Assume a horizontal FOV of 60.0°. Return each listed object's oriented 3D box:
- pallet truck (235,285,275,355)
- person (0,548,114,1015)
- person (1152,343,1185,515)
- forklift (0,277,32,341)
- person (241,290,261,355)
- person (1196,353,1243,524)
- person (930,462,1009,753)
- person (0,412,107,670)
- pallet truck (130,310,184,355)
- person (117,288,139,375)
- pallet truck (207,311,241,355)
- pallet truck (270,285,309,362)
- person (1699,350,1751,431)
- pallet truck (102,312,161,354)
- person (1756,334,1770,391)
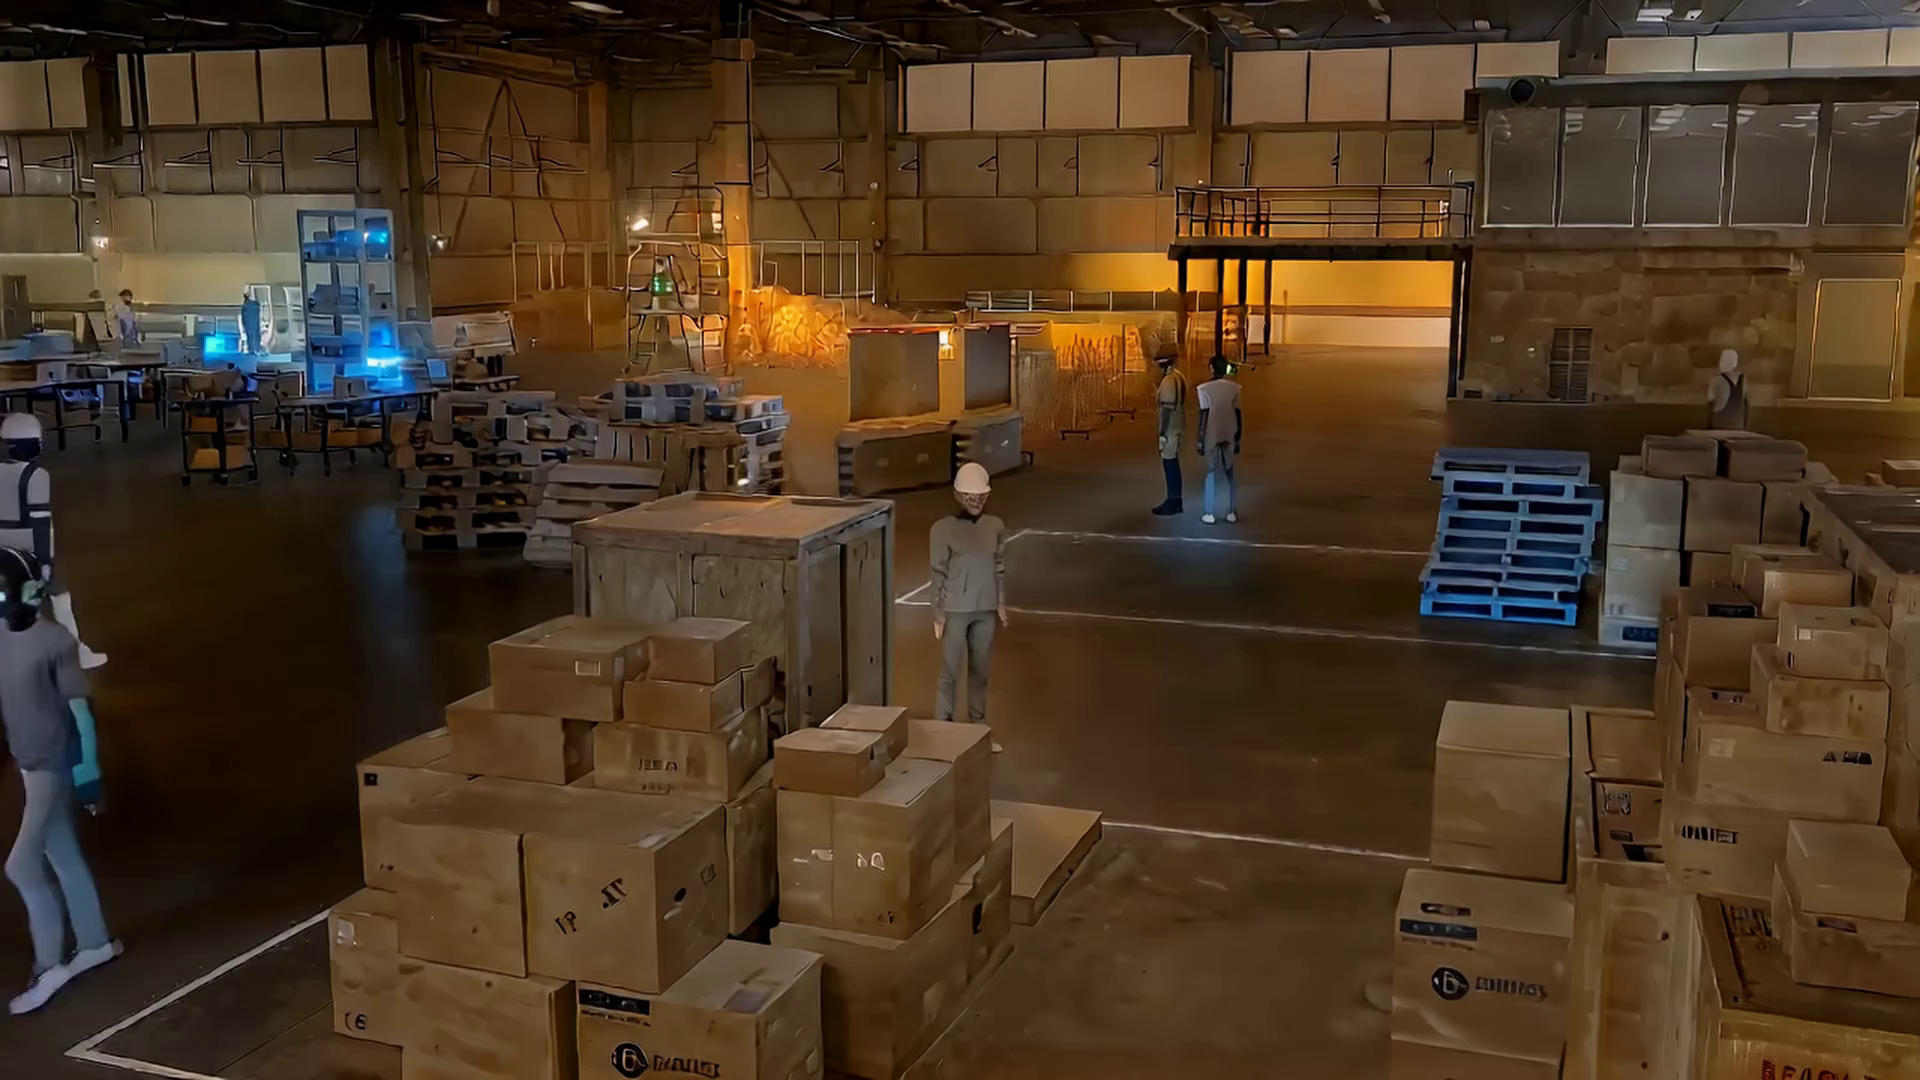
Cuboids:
[{"bbox_3d":[-18.327,-5.835,44.421,0.823,1.965,1.885,4,11,23],"label":"pallet truck"},{"bbox_3d":[-3.767,0.946,6.680,0.540,1.845,0.694,7,12,33],"label":"person"},{"bbox_3d":[2.339,-1.251,18.774,0.373,1.934,0.552,4,11,21],"label":"person"},{"bbox_3d":[-27.151,-6.329,46.328,1.157,1.987,2.680,3,11,17],"label":"forklift"},{"bbox_3d":[-17.942,-5.366,42.043,0.405,1.904,0.653,1,10,6],"label":"person"},{"bbox_3d":[2.830,-1.106,18.162,0.509,1.868,0.328,-1,10,-5],"label":"person"},{"bbox_3d":[0.059,0.418,9.858,0.523,1.770,0.315,-6,12,-32],"label":"person"},{"bbox_3d":[-6.482,0.063,11.528,0.560,1.892,0.983,4,11,20],"label":"person"},{"bbox_3d":[-22.038,-5.665,45.457,0.704,1.261,1.522,3,11,17],"label":"pallet truck"},{"bbox_3d":[-19.362,-4.851,38.797,0.579,2.024,0.633,-4,11,-21],"label":"person"},{"bbox_3d":[-19.537,-5.575,44.913,0.653,1.274,1.630,3,11,19],"label":"pallet truck"},{"bbox_3d":[-17.147,-5.700,43.663,0.823,1.965,1.885,3,11,17],"label":"pallet truck"},{"bbox_3d":[8.966,-1.337,19.644,0.537,1.797,0.932,-2,10,-11],"label":"person"},{"bbox_3d":[-23.057,-5.777,46.261,0.680,1.201,1.601,3,11,19],"label":"pallet truck"},{"bbox_3d":[15.513,-3.477,32.139,0.278,1.633,0.497,-2,10,-13],"label":"person"}]
